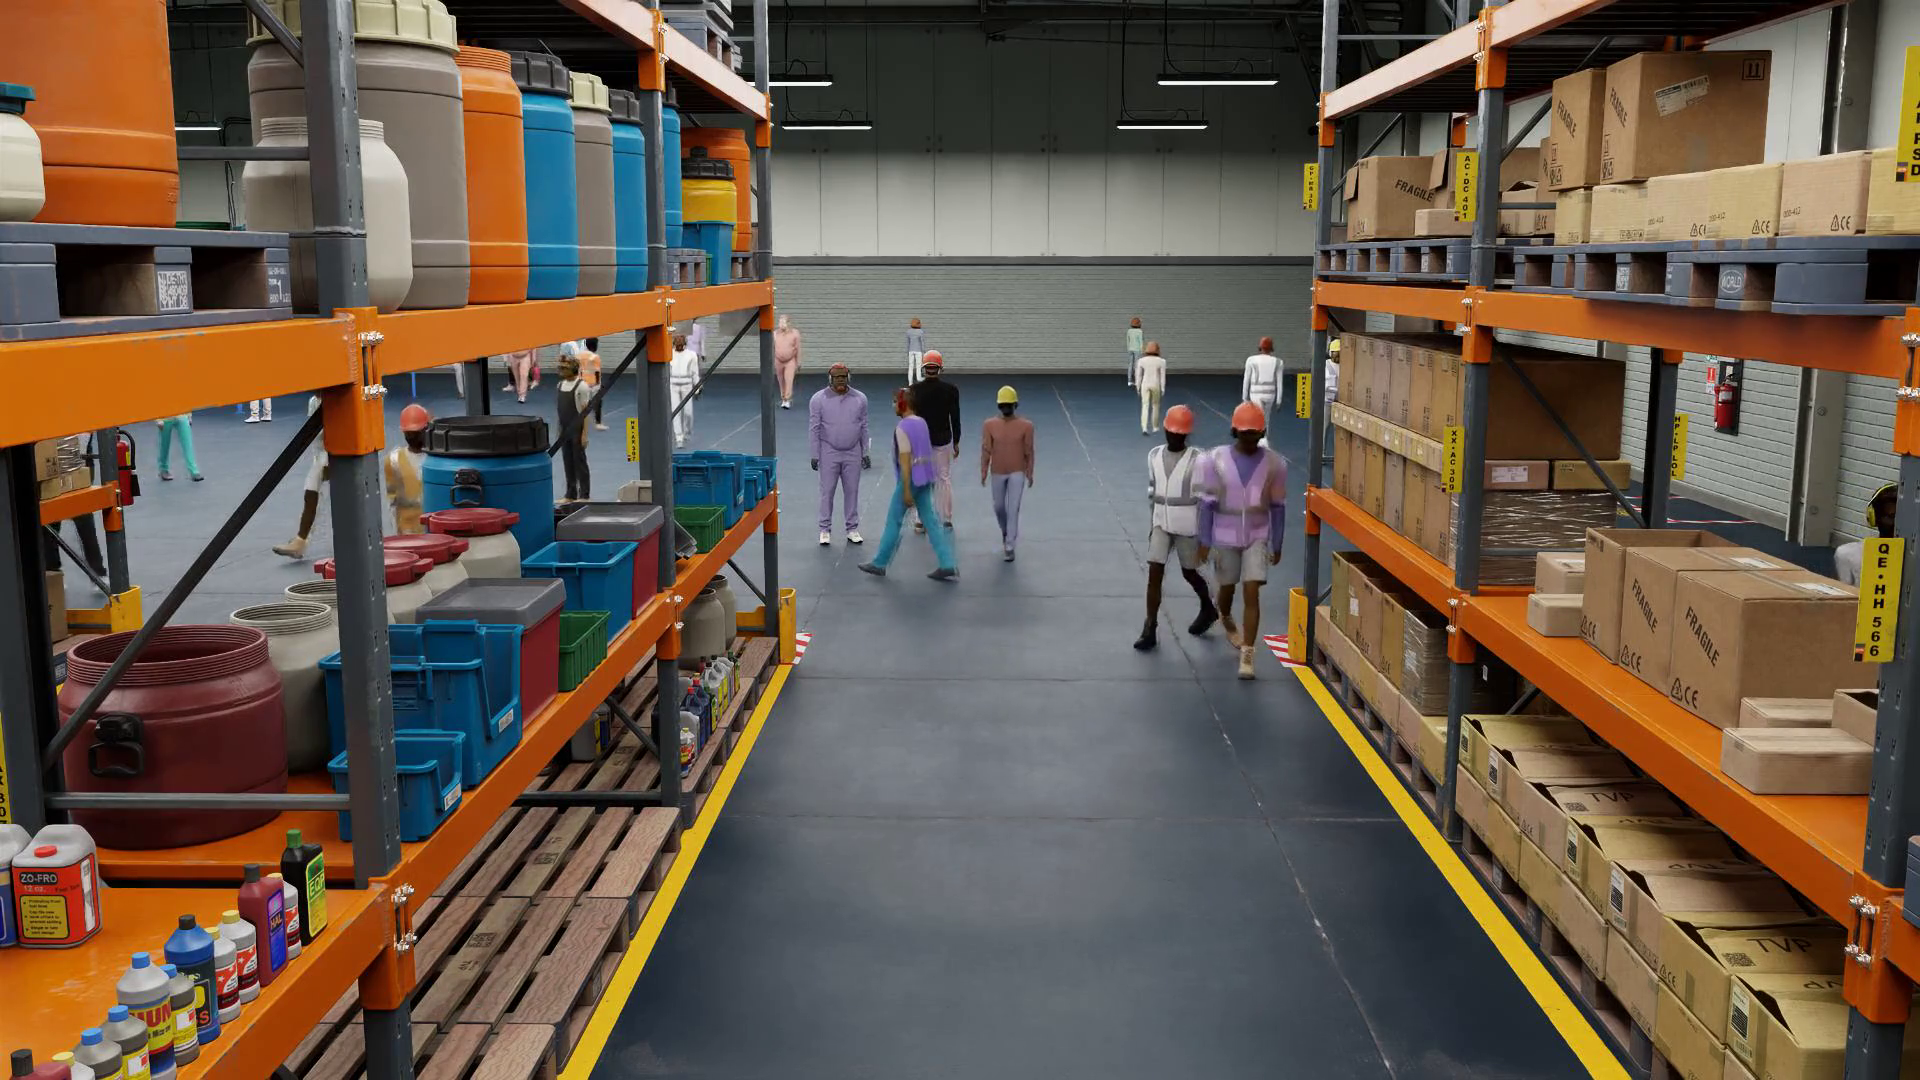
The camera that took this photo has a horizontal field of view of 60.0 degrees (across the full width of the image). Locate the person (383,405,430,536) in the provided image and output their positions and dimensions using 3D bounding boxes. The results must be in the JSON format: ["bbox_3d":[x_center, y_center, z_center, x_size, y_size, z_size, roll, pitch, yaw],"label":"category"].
[{"bbox_3d":[-4.077,-0.097,12.697,0.566,1.889,0.997,-3,10,-15],"label":"person"}]

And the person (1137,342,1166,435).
[{"bbox_3d":[3.299,-2.630,28.738,0.510,1.593,0.833,3,10,15],"label":"person"}]

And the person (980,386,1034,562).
[{"bbox_3d":[0.483,-0.701,16.759,0.536,1.741,0.735,2,10,10],"label":"person"}]

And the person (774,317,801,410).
[{"bbox_3d":[-3.572,-3.590,33.722,0.673,1.851,1.012,1,10,6],"label":"person"}]

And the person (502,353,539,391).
[{"bbox_3d":[-10.137,-4.268,38.315,0.775,1.670,0.541,-1,10,-5],"label":"person"}]

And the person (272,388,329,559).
[{"bbox_3d":[-6.359,-0.803,16.617,0.635,1.989,1.038,7,12,38],"label":"person"}]

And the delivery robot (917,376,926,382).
[{"bbox_3d":[-0.709,-3.626,36.874,0.335,0.223,0.698,4,10,21],"label":"delivery robot"}]

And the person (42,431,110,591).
[{"bbox_3d":[-7.954,-0.443,14.810,0.965,1.875,0.615,8,13,41],"label":"person"}]

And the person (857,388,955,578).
[{"bbox_3d":[-0.469,-0.533,15.594,0.989,1.790,0.586,5,10,25],"label":"person"}]

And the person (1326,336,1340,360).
[{"bbox_3d":[7.242,-3.436,32.354,0.708,2.000,0.689,-6,11,-34],"label":"person"}]

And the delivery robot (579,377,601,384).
[{"bbox_3d":[-8.233,-3.459,36.653,0.477,0.478,0.707,3,10,19],"label":"delivery robot"}]

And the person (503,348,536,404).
[{"bbox_3d":[-9.309,-3.825,35.113,0.665,1.853,0.990,0,9,-2],"label":"person"}]

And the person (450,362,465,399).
[{"bbox_3d":[-10.755,-3.986,35.938,0.636,1.910,0.992,-4,10,-20],"label":"person"}]

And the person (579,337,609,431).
[{"bbox_3d":[-6.529,-2.738,29.153,0.533,1.672,0.661,9,13,43],"label":"person"}]

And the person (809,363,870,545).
[{"bbox_3d":[-1.256,-0.909,17.493,0.653,1.906,0.405,-3,10,-17],"label":"person"}]

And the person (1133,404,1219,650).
[{"bbox_3d":[1.733,-0.133,12.946,0.556,1.890,0.956,7,12,38],"label":"person"}]

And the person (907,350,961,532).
[{"bbox_3d":[-0.304,-1.085,18.281,0.624,1.993,0.385,-1,10,-6],"label":"person"}]

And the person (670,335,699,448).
[{"bbox_3d":[-4.477,-2.415,26.660,0.576,1.866,0.467,-1,10,-7],"label":"person"}]

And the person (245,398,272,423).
[{"bbox_3d":[-13.060,-3.128,30.789,0.403,1.904,0.651,5,11,27],"label":"person"}]

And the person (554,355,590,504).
[{"bbox_3d":[-4.686,-1.301,20.081,0.561,1.833,0.383,7,12,36],"label":"person"}]

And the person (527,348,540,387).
[{"bbox_3d":[-10.256,-4.560,39.782,0.331,1.767,0.527,-5,11,-27],"label":"person"}]

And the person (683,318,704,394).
[{"bbox_3d":[-6.018,-4.243,37.499,0.593,1.902,0.852,-8,12,-38],"label":"person"}]

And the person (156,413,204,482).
[{"bbox_3d":[-10.603,-1.637,22.438,0.948,1.710,0.531,8,13,40],"label":"person"}]

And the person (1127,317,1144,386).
[{"bbox_3d":[4.214,-4.516,39.906,0.281,1.636,0.500,-8,13,-41],"label":"person"}]

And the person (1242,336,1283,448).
[{"bbox_3d":[4.567,-2.132,24.990,0.581,1.863,0.859,-1,10,-8],"label":"person"}]

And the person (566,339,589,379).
[{"bbox_3d":[-7.945,-3.640,34.684,0.535,1.623,0.373,-4,10,-21],"label":"person"}]

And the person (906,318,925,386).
[{"bbox_3d":[-1.049,-4.452,39.519,0.501,1.636,0.280,5,11,27],"label":"person"}]

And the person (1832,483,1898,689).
[{"bbox_3d":[4.612,0.636,8.360,0.533,1.864,0.310,2,10,10],"label":"person"}]

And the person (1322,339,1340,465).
[{"bbox_3d":[5.487,-2.018,24.353,0.588,1.835,0.403,-1,10,-7],"label":"person"}]

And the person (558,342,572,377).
[{"bbox_3d":[-10.139,-5.061,42.993,0.567,1.686,0.570,-7,12,-36],"label":"person"}]

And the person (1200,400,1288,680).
[{"bbox_3d":[2.050,-0.051,12.118,0.625,1.997,0.911,1,10,6],"label":"person"}]
